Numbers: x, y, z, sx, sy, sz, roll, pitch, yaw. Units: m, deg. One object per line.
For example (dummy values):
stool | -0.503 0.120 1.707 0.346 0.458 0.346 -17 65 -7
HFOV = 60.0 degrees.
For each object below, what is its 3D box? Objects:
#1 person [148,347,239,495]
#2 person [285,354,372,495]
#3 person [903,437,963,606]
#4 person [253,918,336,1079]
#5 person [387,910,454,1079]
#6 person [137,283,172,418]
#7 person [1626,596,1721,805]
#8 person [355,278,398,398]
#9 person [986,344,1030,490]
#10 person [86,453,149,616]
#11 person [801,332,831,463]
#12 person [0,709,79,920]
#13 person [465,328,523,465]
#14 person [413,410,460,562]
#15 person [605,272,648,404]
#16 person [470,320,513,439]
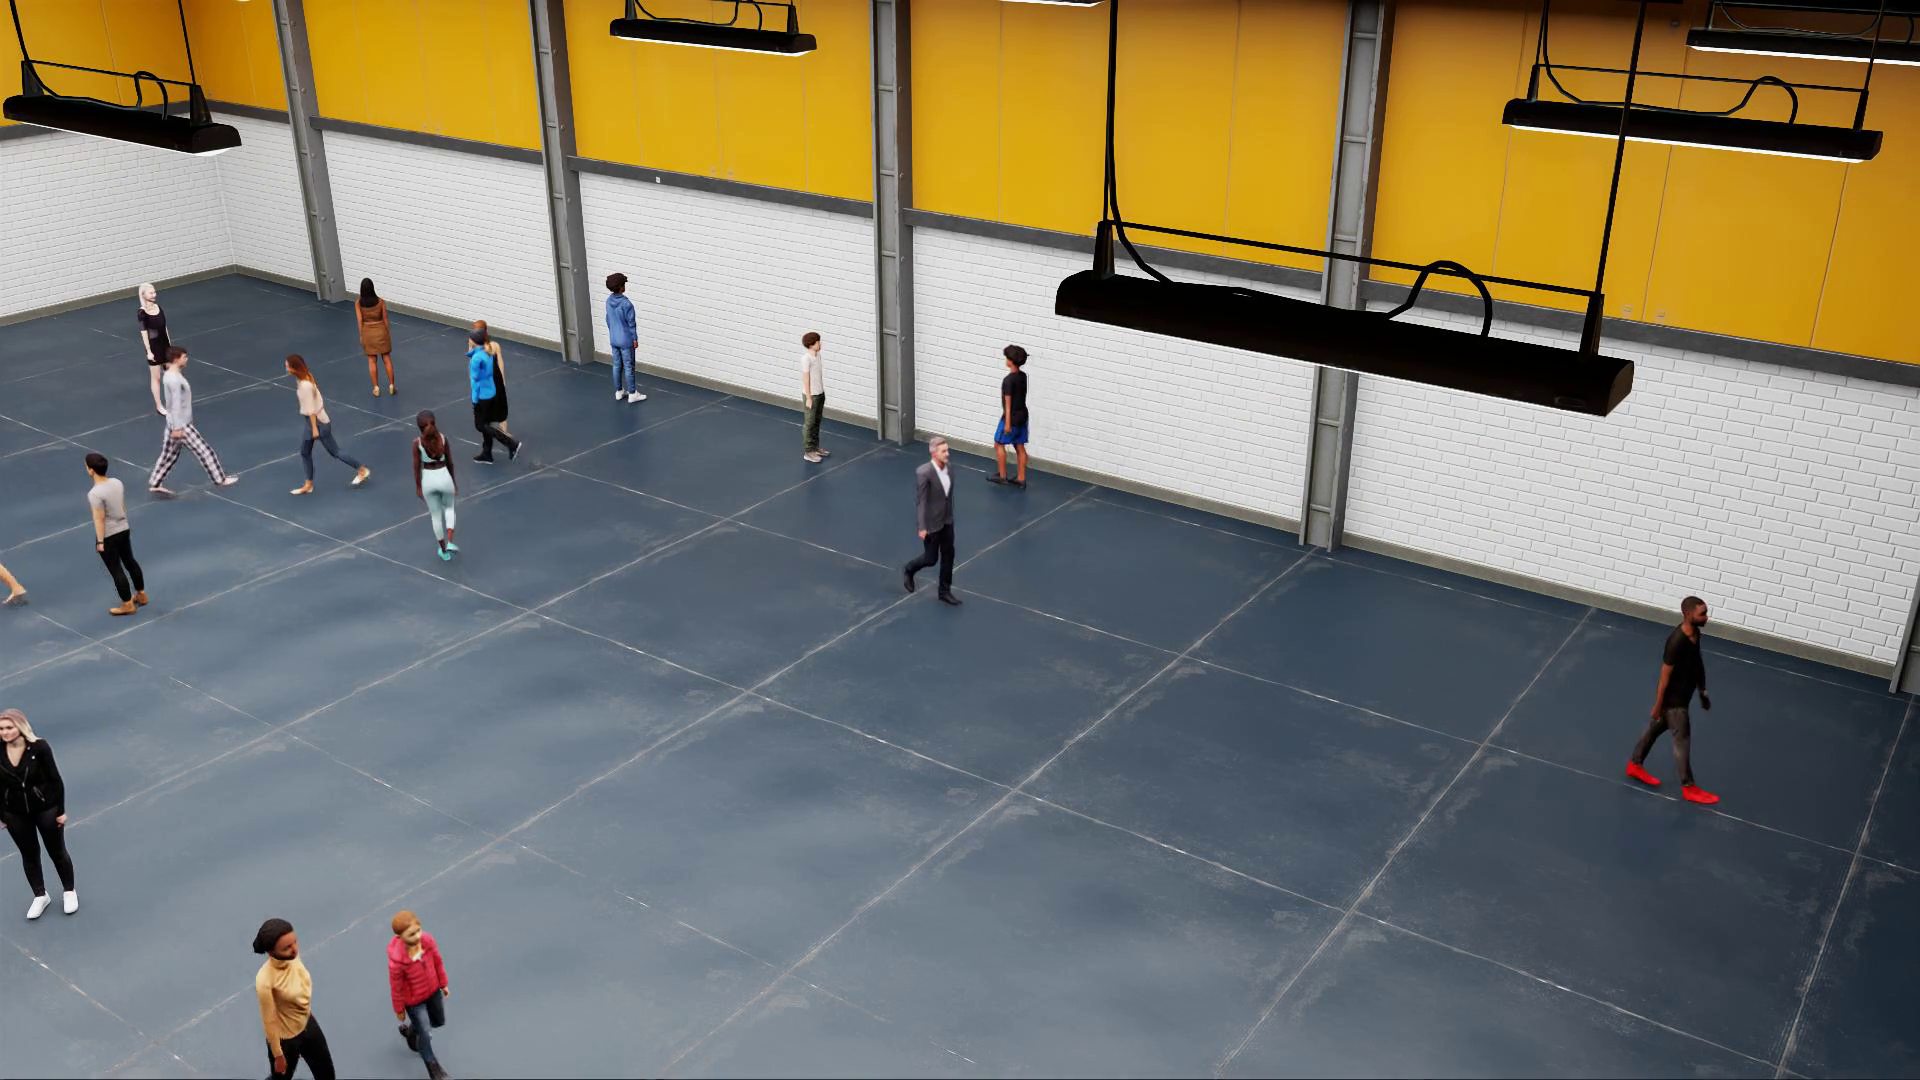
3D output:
person | -9.386 -1.364 19.795 1.046 1.787 1.230 -12 27 -26
person | -7.599 -1.392 19.921 0.995 1.736 1.185 -14 27 -29
person | -0.300 -0.208 17.106 0.944 1.822 0.776 19 30 36
person | -4.112 2.979 10.061 1.160 1.625 0.859 5 24 11
person | -3.490 2.894 10.654 0.756 1.305 0.506 16 28 33
person | -10.871 -2.580 22.520 0.575 1.832 0.621 8 25 17
person | 5.835 1.262 13.800 1.026 1.776 0.673 17 29 34
person | -8.196 -2.849 23.313 0.644 1.690 0.670 -9 25 -19
person | 0.725 -1.459 20.013 0.717 1.785 0.631 16 28 32
person | -8.621 -0.076 16.929 0.653 1.722 0.677 5 24 11
person | -1.854 -1.830 21.028 0.588 1.652 0.621 10 25 21
person | -6.819 1.992 12.242 0.692 1.686 0.736 -6 24 -13
person | -5.843 -1.756 20.700 1.038 1.779 0.841 5 24 12
person | -5.659 -0.560 18.048 0.704 1.713 0.750 -10 26 -22
person | -4.685 -2.819 23.092 0.499 1.811 0.723 15 28 31
person | -6.121 -2.065 21.600 0.667 1.626 0.729 -3 24 -8
